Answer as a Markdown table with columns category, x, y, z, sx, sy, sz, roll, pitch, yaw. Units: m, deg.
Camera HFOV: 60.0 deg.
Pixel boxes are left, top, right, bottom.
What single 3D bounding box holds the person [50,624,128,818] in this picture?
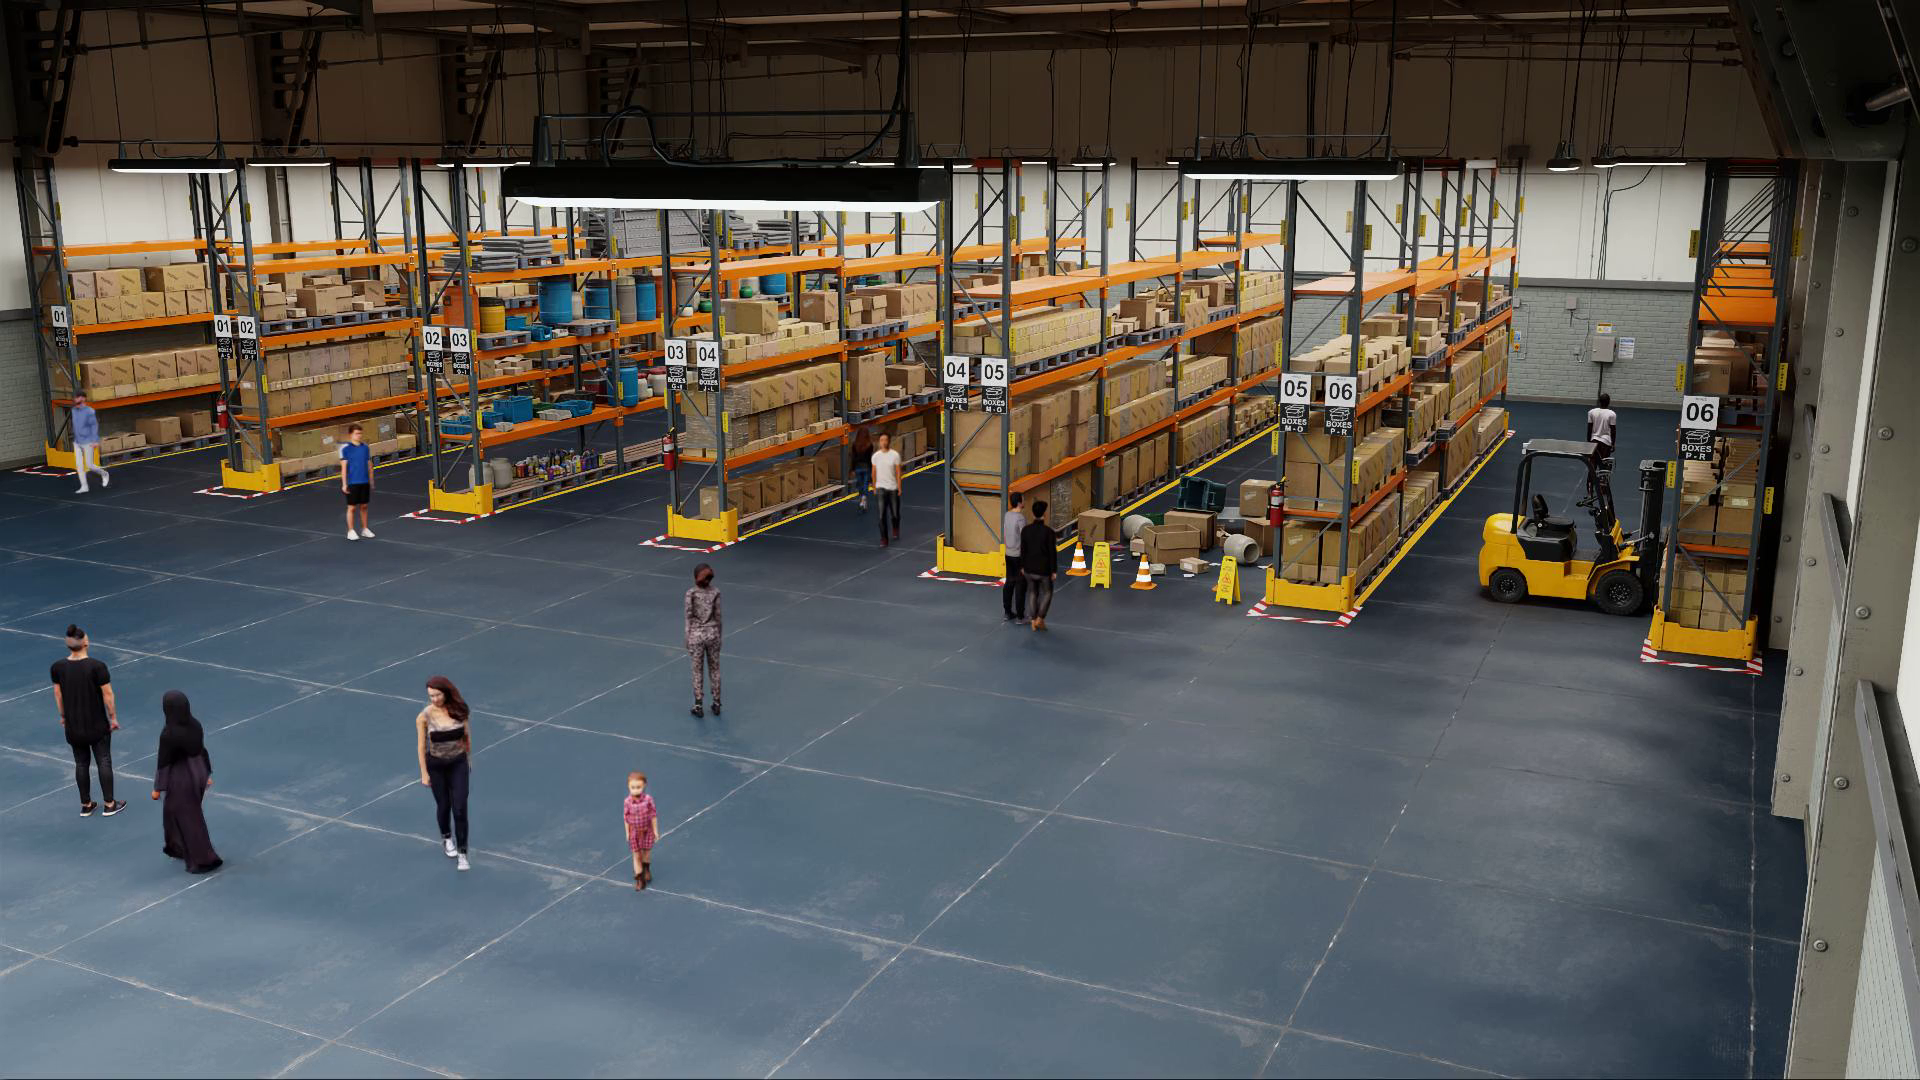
| category | x | y | z | sx | sy | sz | roll | pitch | yaw |
| --- | --- | --- | --- | --- | --- | --- | --- | --- | --- |
| person | -8.126 | 1.658 | 15.478 | 0.775 | 1.862 | 0.756 | 0 | 13 | -2 |

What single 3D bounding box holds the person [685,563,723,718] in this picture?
| category | x | y | z | sx | sy | sz | roll | pitch | yaw |
| --- | --- | --- | --- | --- | --- | --- | --- | --- | --- |
| person | -2.806 | 1.085 | 18.276 | 0.651 | 1.715 | 0.727 | -7 | 15 | -27 |

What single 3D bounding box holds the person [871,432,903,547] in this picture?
| category | x | y | z | sx | sy | sz | roll | pitch | yaw |
| --- | --- | --- | --- | --- | --- | --- | --- | --- | --- |
| person | -1.124 | -0.821 | 26.364 | 0.916 | 1.779 | 1.193 | 1 | 13 | 4 |

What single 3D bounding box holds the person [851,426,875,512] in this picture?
| category | x | y | z | sx | sy | sz | roll | pitch | yaw |
| --- | --- | --- | --- | --- | --- | --- | --- | --- | --- |
| person | -1.680 | -1.225 | 28.832 | 0.763 | 1.454 | 1.046 | 2 | 13 | 8 |

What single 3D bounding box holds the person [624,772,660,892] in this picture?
| category | x | y | z | sx | sy | sz | roll | pitch | yaw |
| --- | --- | --- | --- | --- | --- | --- | --- | --- | --- |
| person | -2.683 | 2.430 | 14.055 | 0.667 | 1.000 | 0.777 | -3 | 13 | -11 |

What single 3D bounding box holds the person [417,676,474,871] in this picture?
| category | x | y | z | sx | sy | sz | roll | pitch | yaw |
| --- | --- | --- | --- | --- | --- | --- | --- | --- | --- |
| person | -4.450 | 1.972 | 14.427 | 0.992 | 1.724 | 1.025 | -8 | 15 | -30 |

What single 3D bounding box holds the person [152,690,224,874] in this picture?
| category | x | y | z | sx | sy | sz | roll | pitch | yaw |
| --- | --- | --- | --- | --- | --- | --- | --- | --- | --- |
| person | -6.569 | 2.071 | 14.258 | 0.807 | 1.608 | 0.858 | 2 | 13 | 7 |

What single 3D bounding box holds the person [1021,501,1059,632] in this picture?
| category | x | y | z | sx | sy | sz | roll | pitch | yaw |
| --- | --- | --- | --- | --- | --- | --- | --- | --- | --- |
| person | 0.993 | 0.359 | 21.416 | 0.671 | 1.714 | 0.652 | 6 | 14 | 24 |

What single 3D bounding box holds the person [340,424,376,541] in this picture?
| category | x | y | z | sx | sy | sz | roll | pitch | yaw |
| --- | --- | --- | --- | --- | --- | --- | --- | --- | --- |
| person | -9.695 | -0.944 | 26.708 | 0.796 | 1.865 | 0.632 | 13 | 18 | 43 |

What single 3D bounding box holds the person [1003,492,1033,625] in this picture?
| category | x | y | z | sx | sy | sz | roll | pitch | yaw |
| --- | --- | --- | --- | --- | --- | --- | --- | --- | --- |
| person | 0.748 | 0.217 | 21.939 | 0.713 | 1.755 | 0.705 | -9 | 16 | -33 |

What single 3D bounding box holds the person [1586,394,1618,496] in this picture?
| category | x | y | z | sx | sy | sz | roll | pitch | yaw |
| --- | --- | --- | --- | --- | --- | --- | --- | --- | --- |
| person | 11.667 | -1.758 | 30.289 | 0.709 | 1.834 | 0.605 | 10 | 17 | 38 |

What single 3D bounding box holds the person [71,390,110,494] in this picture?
| category | x | y | z | sx | sy | sz | roll | pitch | yaw |
| --- | --- | --- | --- | --- | --- | --- | --- | --- | --- |
| person | -15.972 | -1.810 | 30.429 | 0.726 | 1.873 | 0.961 | 4 | 14 | 17 |
